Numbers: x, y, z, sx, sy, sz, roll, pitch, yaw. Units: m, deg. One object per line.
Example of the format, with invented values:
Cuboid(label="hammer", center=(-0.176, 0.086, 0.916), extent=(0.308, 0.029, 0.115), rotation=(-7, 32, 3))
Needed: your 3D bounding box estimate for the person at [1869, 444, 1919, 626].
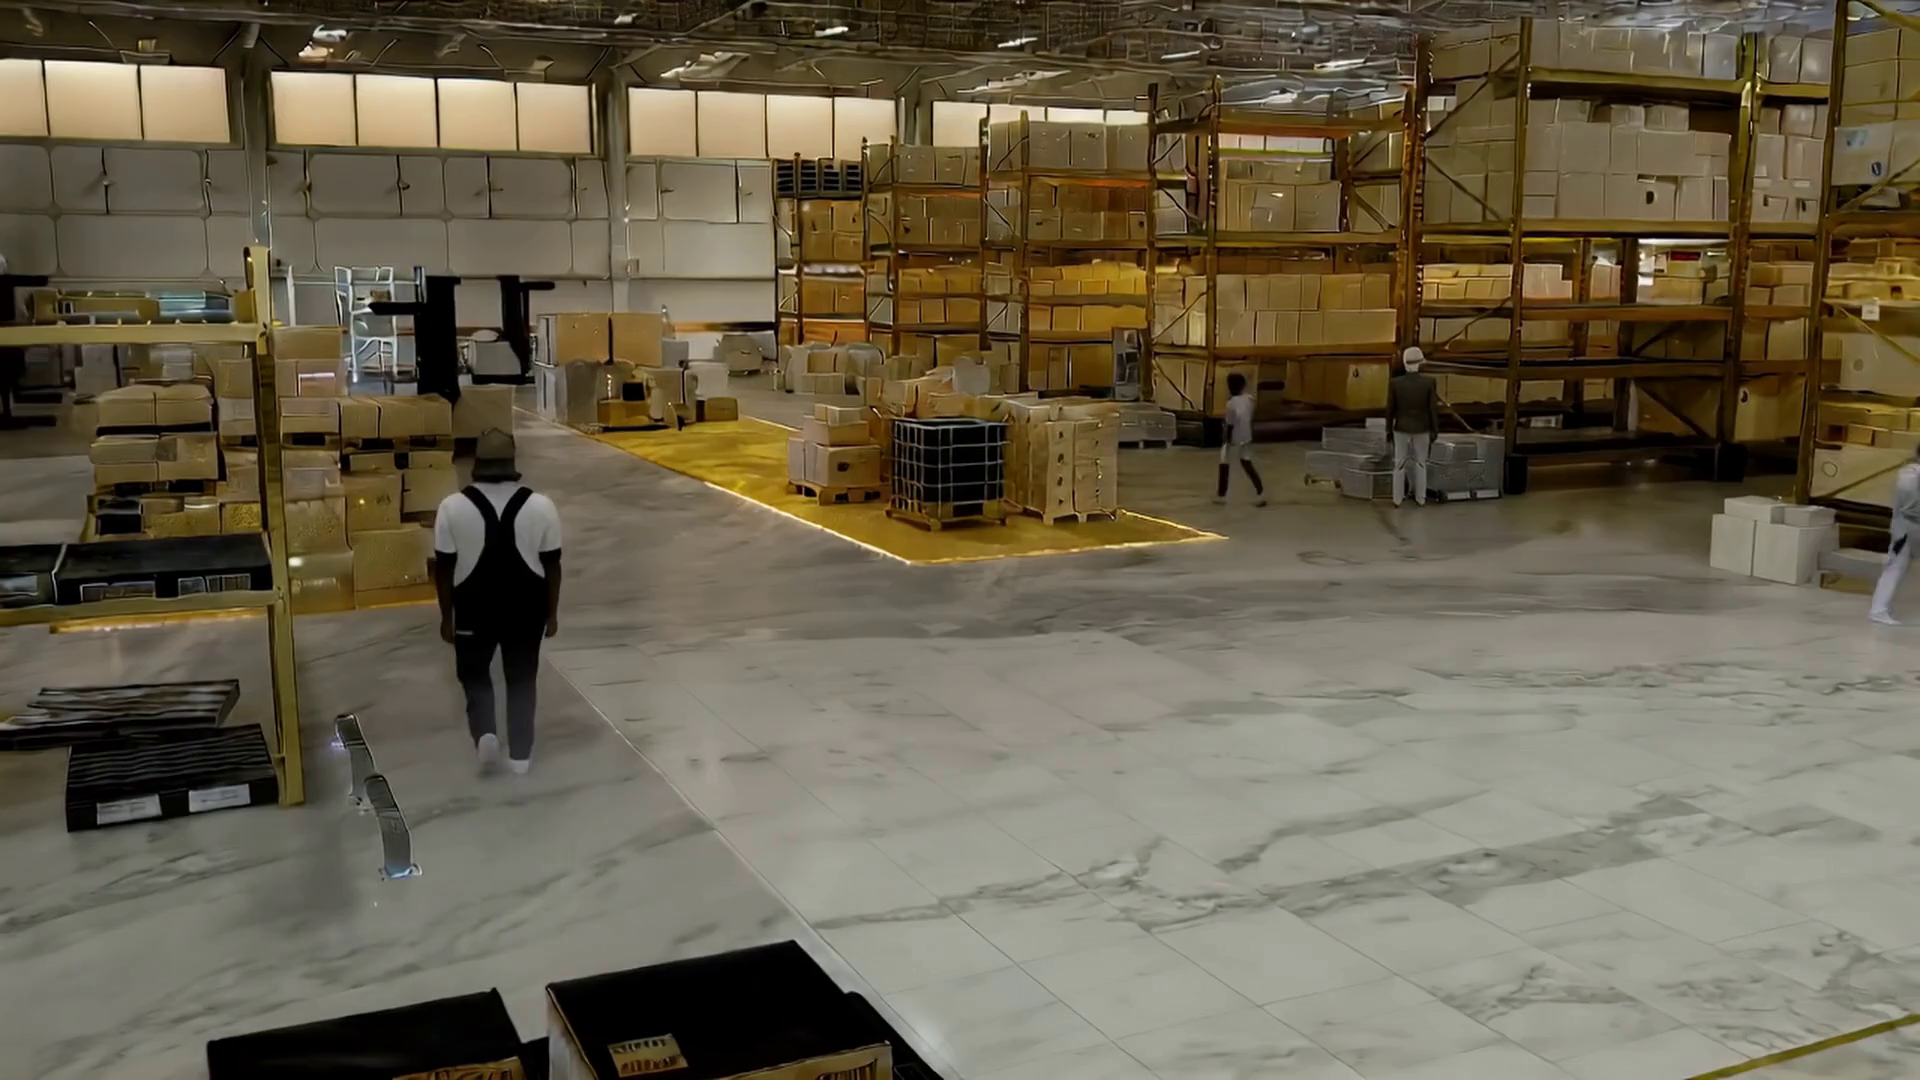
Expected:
Cuboid(label="person", center=(7.650, -0.029, 13.282), extent=(0.521, 1.572, 0.919), rotation=(-1, 9, -8))

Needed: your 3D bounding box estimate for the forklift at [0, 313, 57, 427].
Cuboid(label="forklift", center=(-17.916, -3.491, 30.748), extent=(1.873, 2.768, 1.129), rotation=(-4, 10, -25))

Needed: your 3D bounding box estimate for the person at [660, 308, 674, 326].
Cuboid(label="person", center=(-8.294, -5.562, 46.661), extent=(0.538, 1.902, 0.987), rotation=(-1, 9, -7))

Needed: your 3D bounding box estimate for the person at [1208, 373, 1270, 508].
Cuboid(label="person", center=(3.471, -1.218, 20.444), extent=(0.530, 1.665, 0.833), rotation=(-8, 12, -41))

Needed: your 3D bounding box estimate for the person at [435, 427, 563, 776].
Cuboid(label="person", center=(-2.625, 0.350, 9.511), extent=(0.704, 2.000, 0.536), rotation=(-3, 10, -21))

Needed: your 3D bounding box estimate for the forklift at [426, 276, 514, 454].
Cuboid(label="forklift", center=(-8.069, -2.737, 26.069), extent=(1.873, 2.768, 1.129), rotation=(-4, 10, -25))

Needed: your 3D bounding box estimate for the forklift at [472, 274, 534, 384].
Cuboid(label="forklift", center=(-11.439, -5.362, 42.356), extent=(1.873, 2.768, 1.129), rotation=(-4, 10, -25))

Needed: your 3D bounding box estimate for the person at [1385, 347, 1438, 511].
Cuboid(label="person", center=(5.455, -1.335, 20.119), extent=(0.625, 1.989, 0.383), rotation=(1, 9, 7))

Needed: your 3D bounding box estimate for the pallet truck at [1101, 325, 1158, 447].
Cuboid(label="pallet truck", center=(2.881, -2.596, 27.923), extent=(0.823, 1.965, 1.885), rotation=(-1, 9, -7))
